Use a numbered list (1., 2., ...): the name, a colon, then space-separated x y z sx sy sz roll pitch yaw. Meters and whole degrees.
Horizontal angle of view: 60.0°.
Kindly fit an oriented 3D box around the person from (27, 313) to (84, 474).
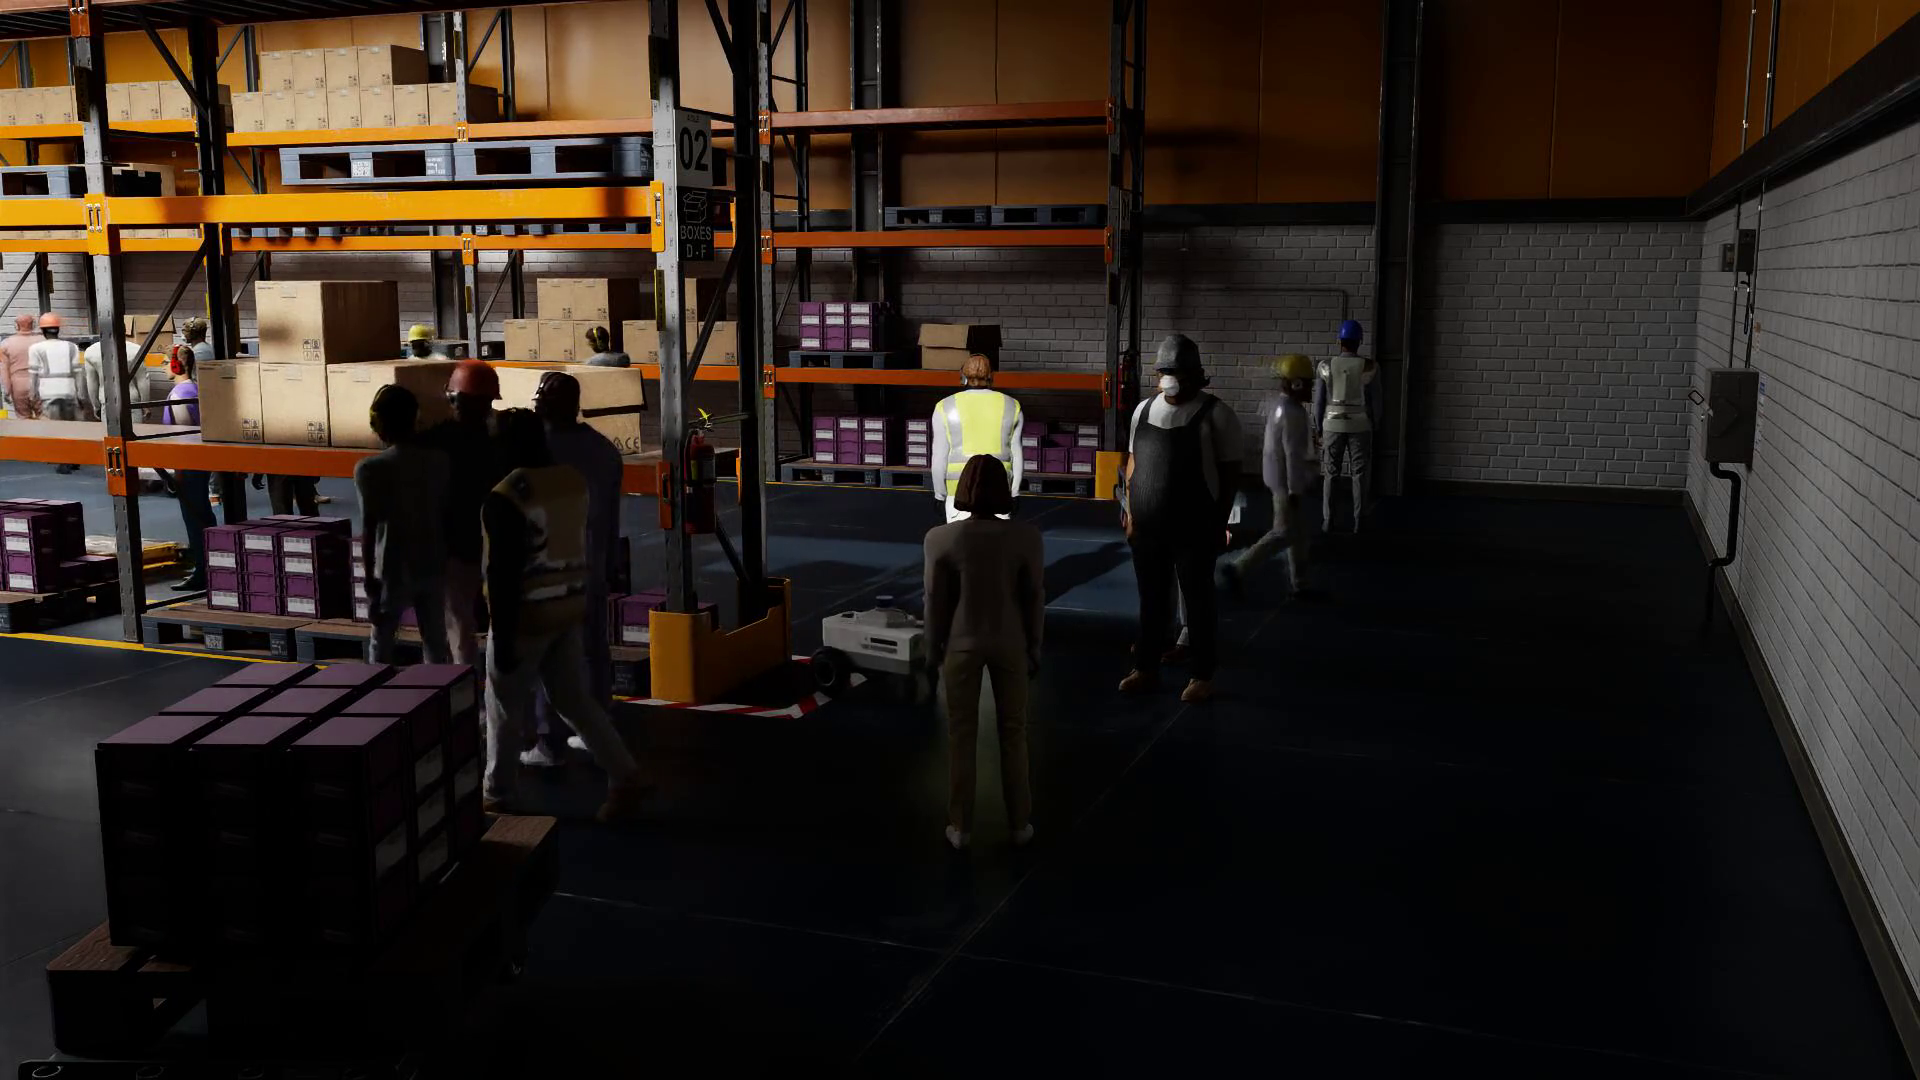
1. person: -10.723 -1.731 19.740 0.464 1.915 0.557 8 12 41

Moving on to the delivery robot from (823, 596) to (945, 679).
1. delivery robot: -0.421 0.556 9.324 0.707 0.478 0.477 6 11 35

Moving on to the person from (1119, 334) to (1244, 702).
1. person: 1.185 -0.126 9.247 0.686 2.000 0.538 6 11 35

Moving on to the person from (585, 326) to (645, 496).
1. person: -3.687 -1.350 17.643 0.566 1.827 0.372 -5 10 -29

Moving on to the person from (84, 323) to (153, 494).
1. person: -9.024 -1.450 17.881 0.631 1.940 0.372 -1 9 -8

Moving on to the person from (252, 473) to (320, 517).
1. person: -5.090 -0.600 12.582 0.366 1.927 0.585 6 11 33

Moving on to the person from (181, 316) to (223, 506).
1. person: -7.754 -1.314 17.028 0.358 1.938 0.636 -2 9 -10

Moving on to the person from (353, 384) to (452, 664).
1. person: -2.673 0.179 7.962 0.518 1.834 0.853 -8 12 -40

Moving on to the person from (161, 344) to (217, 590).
1. person: -5.764 -0.547 12.498 0.374 1.843 0.573 -1 9 -9

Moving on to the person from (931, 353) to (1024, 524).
1. person: 0.112 -0.319 11.082 0.624 1.844 0.430 -1 9 -9

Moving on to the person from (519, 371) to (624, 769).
1. person: -1.925 0.140 8.042 0.402 1.901 0.647 7 11 38

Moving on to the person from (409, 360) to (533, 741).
1. person: -2.564 0.052 8.522 0.989 1.928 0.636 8 12 39

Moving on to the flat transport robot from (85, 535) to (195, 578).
1. flat transport robot: -6.788 0.123 13.222 1.431 0.197 0.652 5 10 28

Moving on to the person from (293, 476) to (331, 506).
1. person: -6.697 -1.264 17.009 0.350 1.846 0.506 1 9 7

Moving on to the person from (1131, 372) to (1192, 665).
1. person: 1.304 -0.189 10.141 0.355 1.882 0.576 -5 10 -27

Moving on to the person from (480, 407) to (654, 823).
1. person: -1.761 0.332 7.114 0.863 1.809 0.649 4 10 23

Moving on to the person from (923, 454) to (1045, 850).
1. person: 0.099 0.462 6.828 0.498 1.634 0.284 0 9 1

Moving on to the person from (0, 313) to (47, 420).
1. person: -11.739 -1.922 21.006 0.650 1.889 0.614 -6 11 -33

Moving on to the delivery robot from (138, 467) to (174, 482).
1. delivery robot: -8.463 -0.794 17.801 0.707 0.478 0.477 2 9 14

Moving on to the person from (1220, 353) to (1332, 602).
1. person: 2.272 -0.428 11.873 0.760 1.814 0.603 0 9 2

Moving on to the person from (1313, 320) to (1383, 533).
1. person: 3.548 -1.031 15.229 0.618 1.943 0.397 3 10 18

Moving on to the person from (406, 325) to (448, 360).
1. person: -5.818 -1.461 18.374 0.719 1.809 0.455 3 9 16
